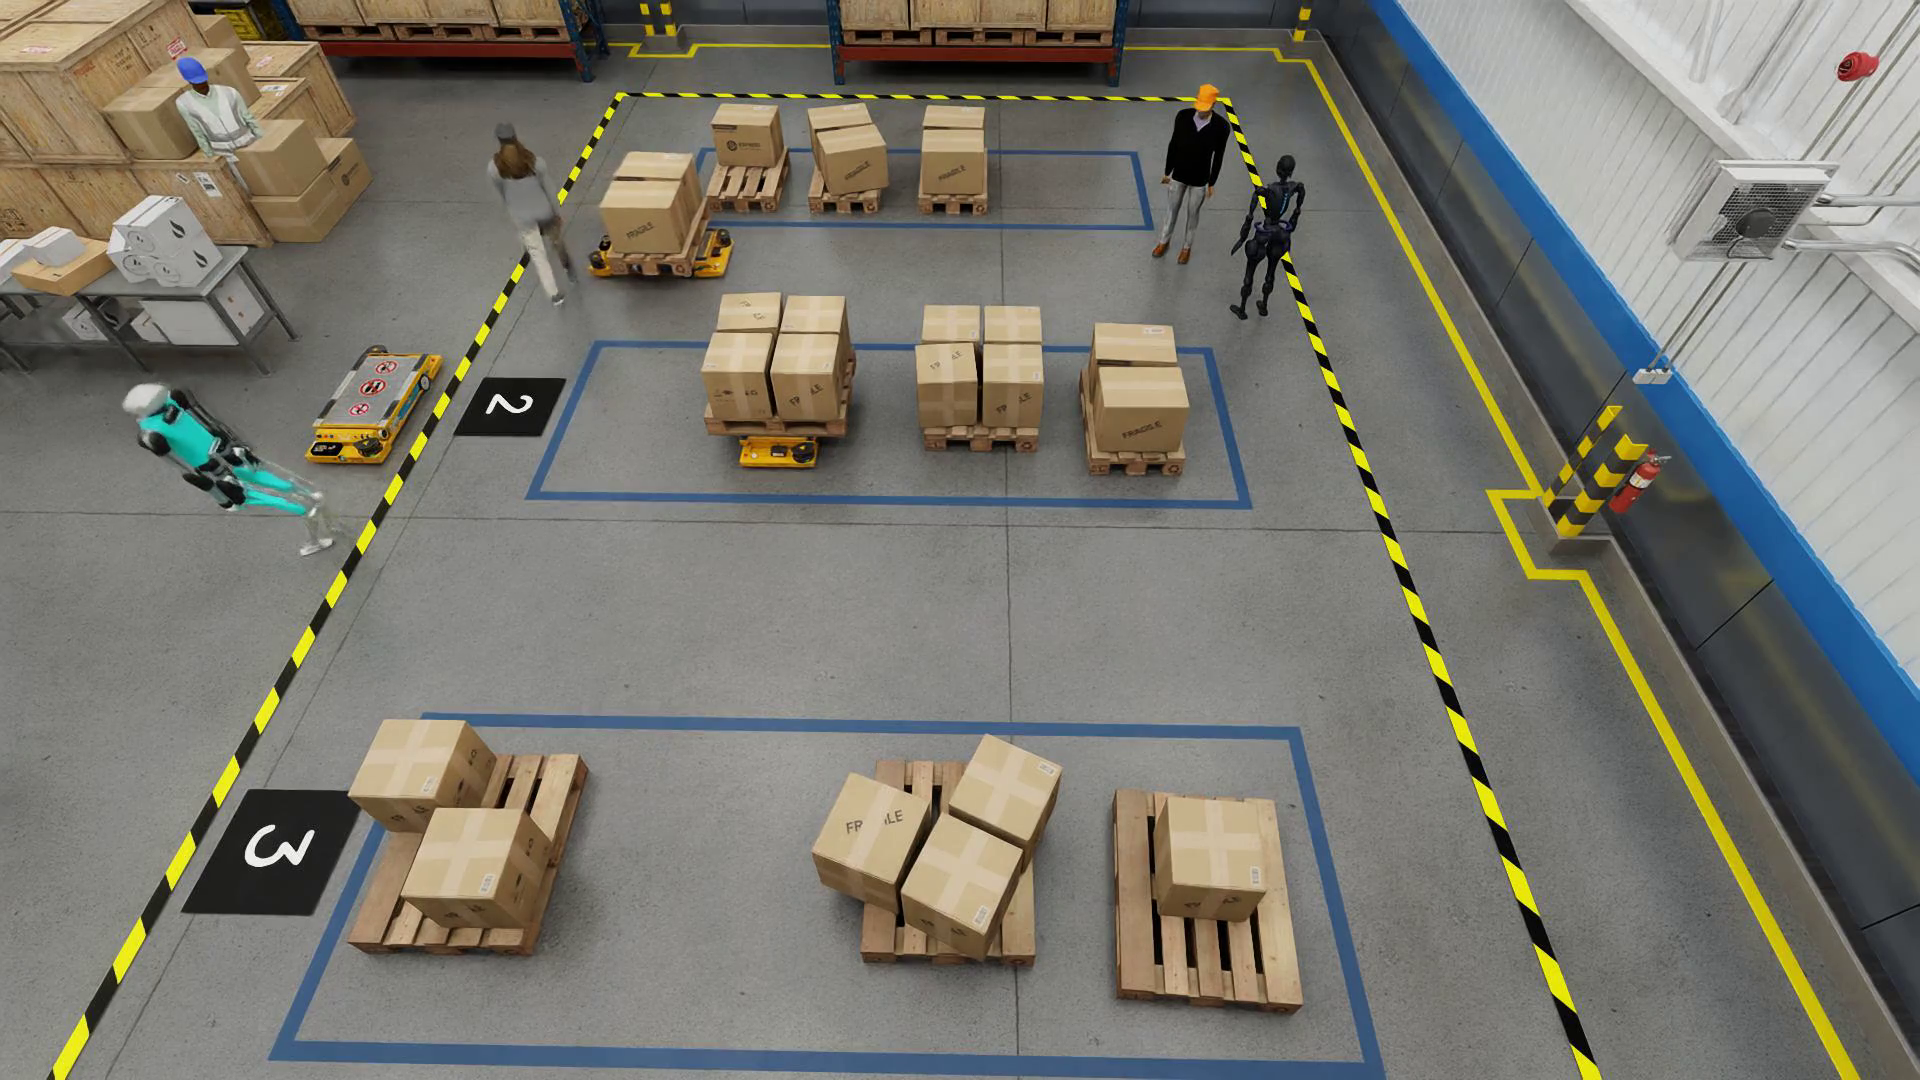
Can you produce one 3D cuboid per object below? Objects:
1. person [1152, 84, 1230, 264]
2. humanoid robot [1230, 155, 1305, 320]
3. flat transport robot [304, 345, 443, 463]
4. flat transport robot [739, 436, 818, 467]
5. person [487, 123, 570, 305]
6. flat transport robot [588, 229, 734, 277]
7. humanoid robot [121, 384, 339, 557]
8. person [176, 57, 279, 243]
[{"bbox_3d":[2.390,-3.775,9.507,0.585,1.879,0.381,23,53,18],"label":"person"},{"bbox_3d":[2.978,-2.927,8.914,0.599,1.653,0.315,-7,50,-6],"label":"humanoid robot"},{"bbox_3d":[-5.383,-1.269,8.441,0.659,0.231,1.431,1,50,1],"label":"flat transport robot"},{"bbox_3d":[-1.582,-1.235,8.394,0.652,0.197,1.431,1,50,1],"label":"flat transport robot"},{"bbox_3d":[-4.271,-3.279,9.199,0.539,1.704,0.982,-17,52,-14],"label":"person"},{"bbox_3d":[-3.256,-3.154,10.017,1.431,0.197,0.652,1,50,1],"label":"flat transport robot"},{"bbox_3d":[-5.207,-0.464,6.818,0.779,1.789,0.575,-8,50,-7],"label":"humanoid robot"},{"bbox_3d":[-7.684,-4.144,9.782,0.602,1.939,0.412,-33,57,-25],"label":"person"}]
